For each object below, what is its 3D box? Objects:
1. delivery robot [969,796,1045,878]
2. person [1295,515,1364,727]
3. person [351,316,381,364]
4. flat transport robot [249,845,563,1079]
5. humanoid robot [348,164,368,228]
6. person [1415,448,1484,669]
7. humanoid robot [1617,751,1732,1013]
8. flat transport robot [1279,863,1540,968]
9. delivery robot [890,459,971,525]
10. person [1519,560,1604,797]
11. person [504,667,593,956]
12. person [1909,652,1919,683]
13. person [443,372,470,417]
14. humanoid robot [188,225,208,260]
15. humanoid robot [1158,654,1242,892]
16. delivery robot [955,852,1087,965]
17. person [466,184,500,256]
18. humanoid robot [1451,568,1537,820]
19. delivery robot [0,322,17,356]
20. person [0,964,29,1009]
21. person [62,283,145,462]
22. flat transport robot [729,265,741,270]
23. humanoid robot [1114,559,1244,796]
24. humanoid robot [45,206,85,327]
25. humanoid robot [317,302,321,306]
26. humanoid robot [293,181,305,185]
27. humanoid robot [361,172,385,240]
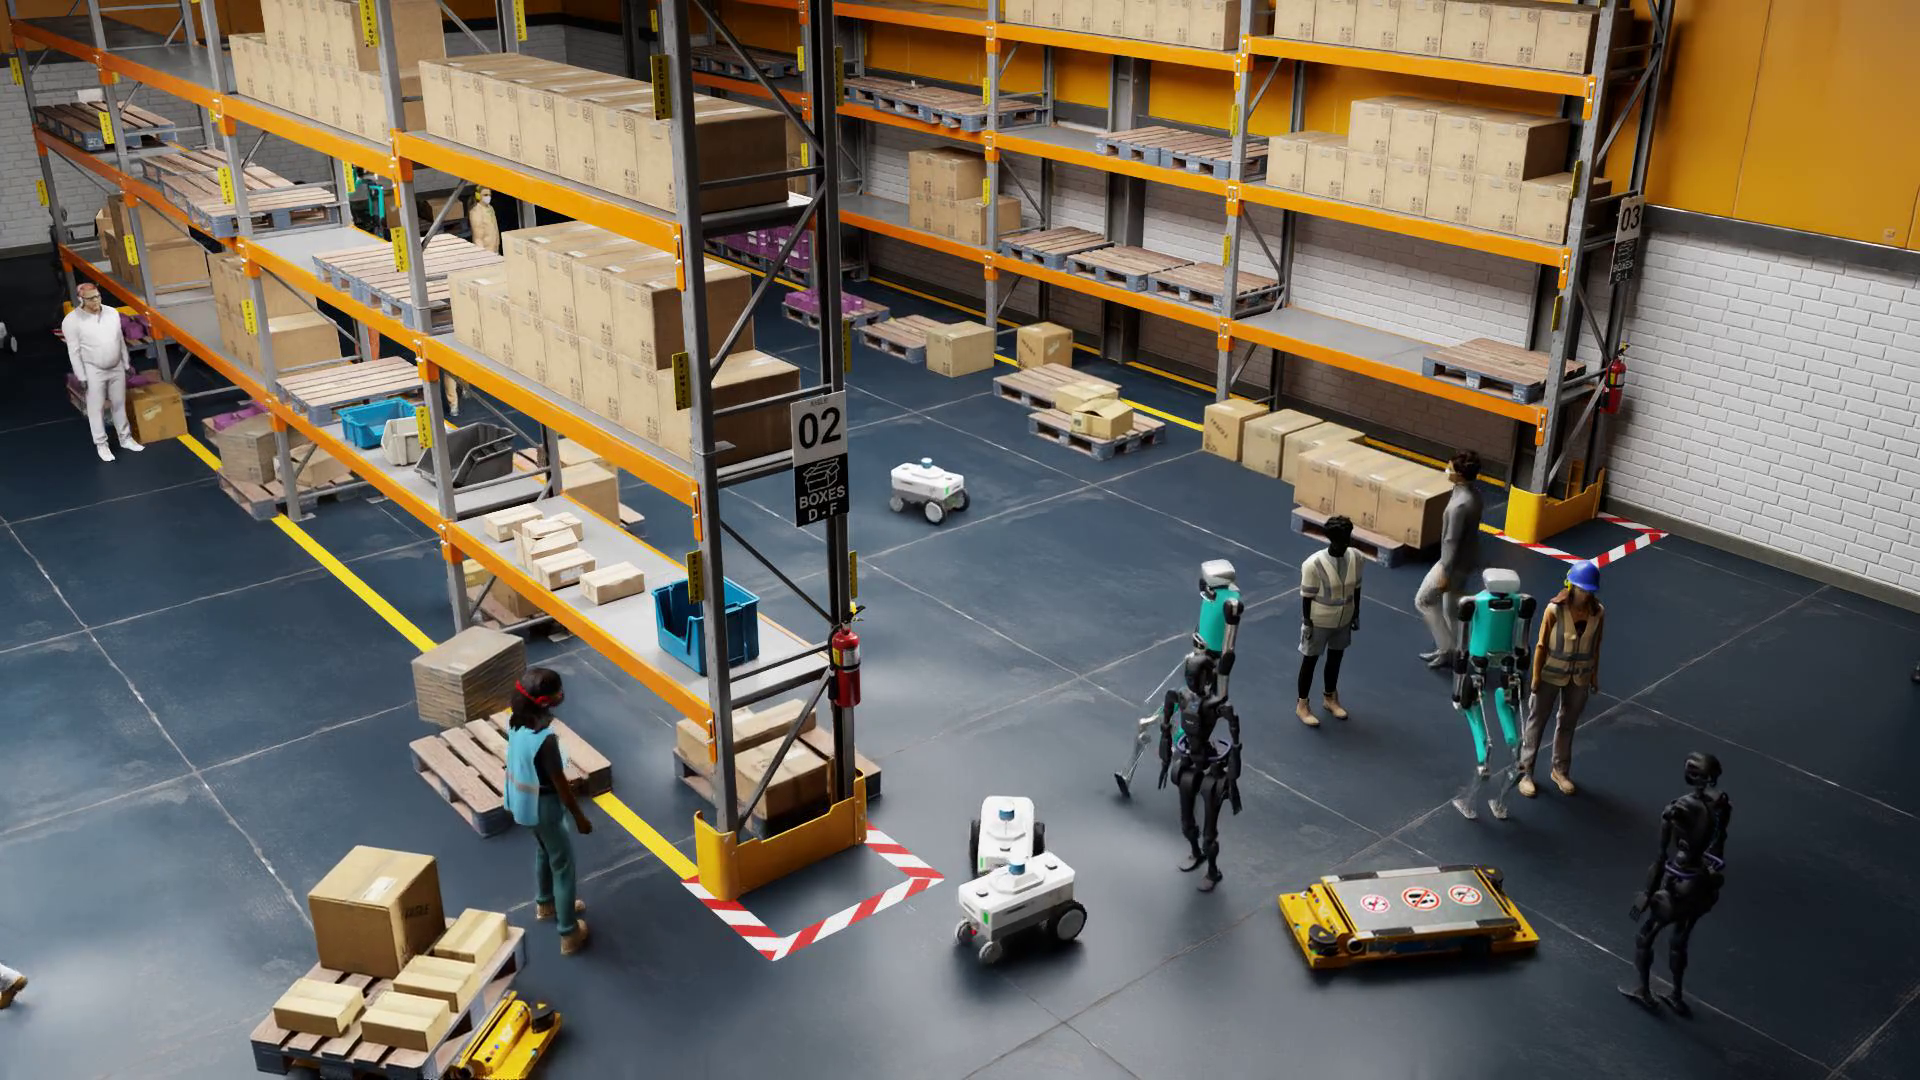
[{"bbox_3d":[0.300,1.971,10.740,0.499,0.613,0.807,1,23,3],"label":"delivery robot"},{"bbox_3d":[2.770,0.591,12.475,0.533,1.693,0.320,-10,25,-22],"label":"person"},{"bbox_3d":[-7.178,-2.723,20.074,0.506,1.756,0.321,15,27,31],"label":"person"},{"bbox_3d":[-3.028,2.742,9.293,1.431,0.231,0.659,5,24,12],"label":"flat transport robot"},{"bbox_3d":[-10.334,-6.166,28.075,0.597,1.771,0.875,18,29,36],"label":"humanoid robot"},{"bbox_3d":[3.921,0.168,13.218,0.467,1.883,0.548,19,30,36],"label":"person"},{"bbox_3d":[4.059,1.934,9.386,0.608,1.645,0.357,-12,26,-26],"label":"humanoid robot"},{"bbox_3d":[2.764,2.318,10.276,1.431,0.231,0.659,-3,24,-8],"label":"flat transport robot"},{"bbox_3d":[-0.308,-0.498,16.456,0.814,0.611,0.499,14,27,30],"label":"delivery robot"},{"bbox_3d":[4.192,0.955,11.526,0.470,1.779,0.310,-1,23,-3],"label":"person"},{"bbox_3d":[-2.486,1.604,9.941,0.436,1.850,0.554,-15,27,-31],"label":"person"},{"bbox_3d":[7.807,0.259,12.961,0.547,1.926,0.379,14,27,30],"label":"person"},{"bbox_3d":[-5.904,-2.374,19.310,0.558,1.718,0.846,-7,24,-16],"label":"person"},{"bbox_3d":[-10.685,-4.024,23.207,0.330,1.644,0.610,-2,23,-4],"label":"humanoid robot"},{"bbox_3d":[1.570,1.442,10.544,0.601,1.640,0.447,16,28,32],"label":"humanoid robot"},{"bbox_3d":[0.372,2.205,10.186,0.775,0.601,0.499,-15,27,-30],"label":"delivery robot"},{"bbox_3d":[-6.488,-3.948,22.763,0.395,1.875,0.552,4,24,8],"label":"person"},{"bbox_3d":[3.626,1.101,11.206,0.530,1.740,0.727,-2,23,-5],"label":"humanoid robot"},{"bbox_3d":[-12.382,-2.518,21.135,0.499,0.611,0.815,-4,24,-10],"label":"delivery robot"},{"bbox_3d":[-5.747,2.050,9.182,0.809,1.623,0.450,-14,27,-29],"label":"person"},{"bbox_3d":[-9.145,-1.812,17.775,0.406,1.910,0.637,13,27,28],"label":"person"},{"bbox_3d":[-3.549,-2.768,22.052,1.431,0.231,0.659,17,29,34],"label":"flat transport robot"},{"bbox_3d":[1.439,1.013,11.473,0.938,1.773,0.544,-6,24,-14],"label":"humanoid robot"},{"bbox_3d":[-12.118,-3.686,22.492,0.587,1.627,0.790,16,28,33],"label":"humanoid robot"},{"bbox_3d":[-9.447,-3.965,22.981,0.949,1.762,0.556,-7,24,-17],"label":"humanoid robot"},{"bbox_3d":[-9.412,-4.344,23.937,0.509,1.642,0.588,-2,23,-6],"label":"humanoid robot"},{"bbox_3d":[-8.593,-4.319,23.929,0.742,1.886,0.530,-6,24,-13],"label":"humanoid robot"}]
